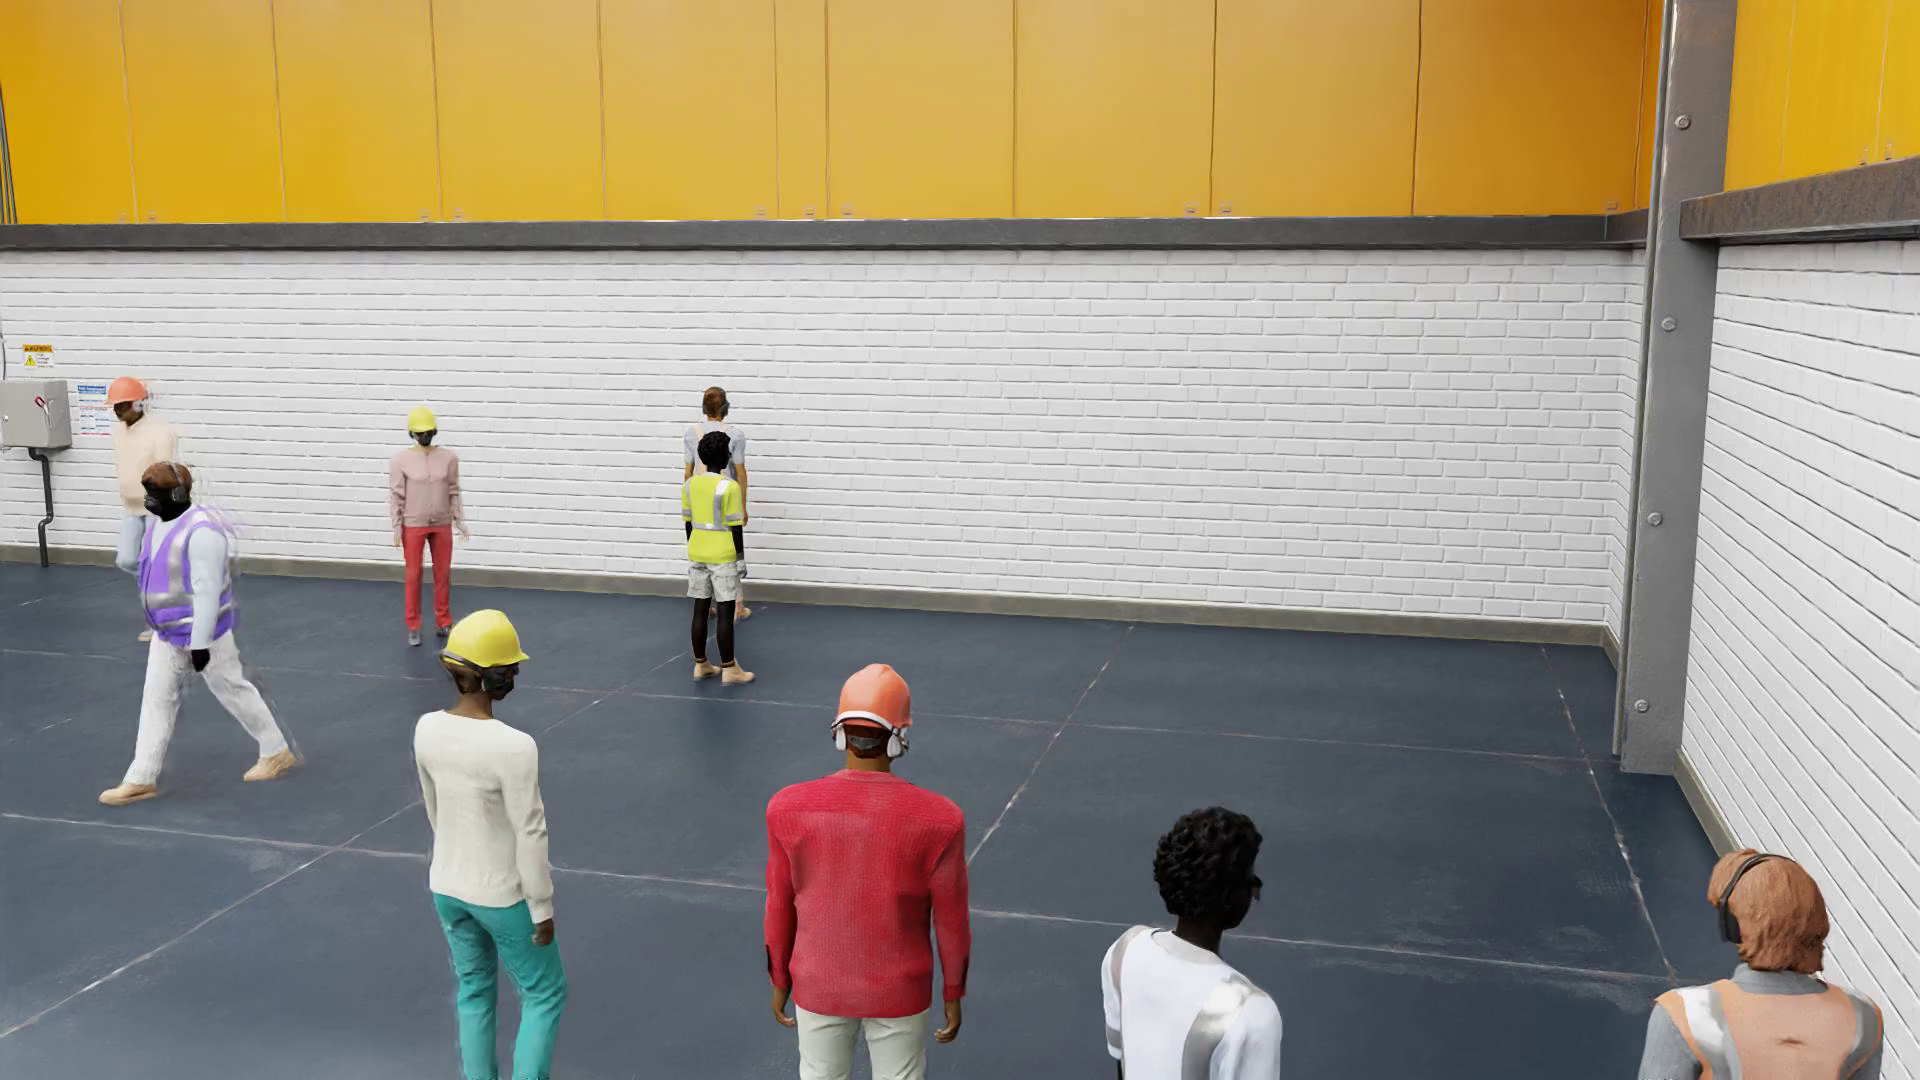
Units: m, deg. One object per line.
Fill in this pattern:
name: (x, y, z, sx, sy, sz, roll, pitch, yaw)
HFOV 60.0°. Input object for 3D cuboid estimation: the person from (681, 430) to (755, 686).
person: (-1.625, 0.120, 11.071, 0.532, 1.697, 0.322, 8, 12, 38)

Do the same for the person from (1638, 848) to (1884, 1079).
person: (1.634, 1.447, 3.463, 0.527, 1.630, 0.313, -1, 10, -7)

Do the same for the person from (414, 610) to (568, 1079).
person: (-1.461, 1.084, 5.218, 0.550, 1.764, 0.363, 6, 11, 30)

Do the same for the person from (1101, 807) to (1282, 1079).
person: (0.496, 1.398, 3.568, 0.319, 1.691, 0.540, -5, 11, -29)

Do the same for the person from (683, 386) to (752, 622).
person: (-1.894, -0.273, 12.955, 0.505, 1.846, 0.347, 2, 10, 12)

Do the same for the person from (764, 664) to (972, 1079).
person: (-0.251, 1.200, 4.602, 0.576, 1.737, 0.355, 1, 10, 4)

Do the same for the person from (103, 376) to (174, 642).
person: (-6.033, -0.234, 12.351, 0.641, 1.972, 0.507, 4, 10, 23)

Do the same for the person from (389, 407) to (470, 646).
person: (-3.892, -0.102, 12.237, 0.581, 1.761, 0.378, -8, 12, -39)

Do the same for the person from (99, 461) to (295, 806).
person: (-4.038, 0.465, 8.801, 0.643, 1.799, 0.975, 7, 12, 37)
